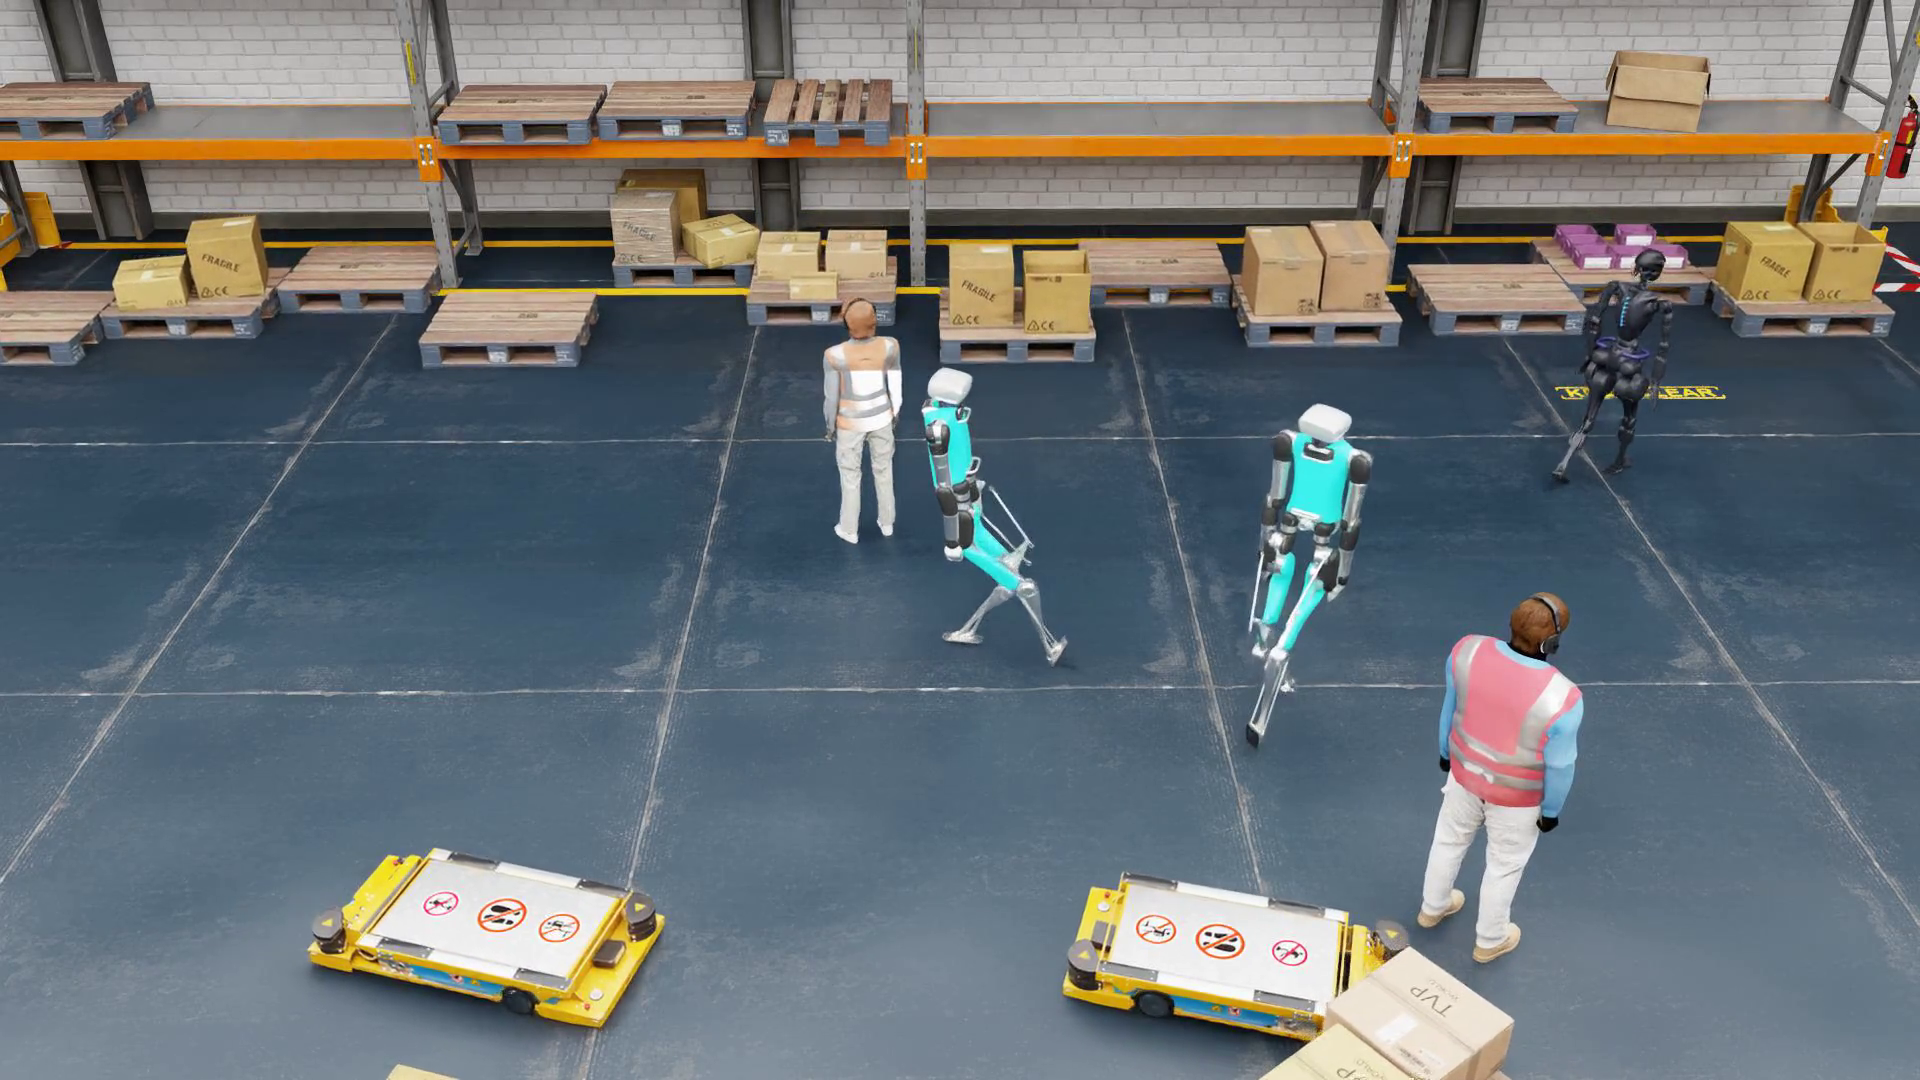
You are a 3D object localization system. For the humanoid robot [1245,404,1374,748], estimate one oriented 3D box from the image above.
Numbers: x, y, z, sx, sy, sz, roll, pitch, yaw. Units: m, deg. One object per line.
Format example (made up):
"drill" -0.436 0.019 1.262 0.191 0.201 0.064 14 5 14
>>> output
"humanoid robot" 1.662 0.250 8.593 0.546 1.765 0.976 18 36 28

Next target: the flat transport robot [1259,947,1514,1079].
"flat transport robot" 1.731 2.512 6.229 1.431 0.231 0.659 -22 38 -32

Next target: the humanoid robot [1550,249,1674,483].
"humanoid robot" 4.326 -1.123 10.968 0.747 1.654 0.610 -22 37 -32

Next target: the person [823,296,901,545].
"person" -0.596 -0.729 10.292 0.524 1.636 0.316 -14 34 -21

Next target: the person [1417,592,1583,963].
"person" 2.342 1.021 7.198 0.431 1.837 0.630 -25 39 -35

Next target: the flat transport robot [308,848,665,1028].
"flat transport robot" -2.124 1.759 7.483 1.431 0.231 0.659 8 32 14

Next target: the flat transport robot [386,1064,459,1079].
"flat transport robot" -1.728 2.875 5.624 1.431 0.231 0.659 9 32 14

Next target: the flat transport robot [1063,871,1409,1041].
"flat transport robot" 1.221 1.857 7.320 1.431 0.231 0.659 8 32 13

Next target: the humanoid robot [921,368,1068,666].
"humanoid robot" 0.265 -0.079 9.144 0.935 1.801 0.556 5 31 9
